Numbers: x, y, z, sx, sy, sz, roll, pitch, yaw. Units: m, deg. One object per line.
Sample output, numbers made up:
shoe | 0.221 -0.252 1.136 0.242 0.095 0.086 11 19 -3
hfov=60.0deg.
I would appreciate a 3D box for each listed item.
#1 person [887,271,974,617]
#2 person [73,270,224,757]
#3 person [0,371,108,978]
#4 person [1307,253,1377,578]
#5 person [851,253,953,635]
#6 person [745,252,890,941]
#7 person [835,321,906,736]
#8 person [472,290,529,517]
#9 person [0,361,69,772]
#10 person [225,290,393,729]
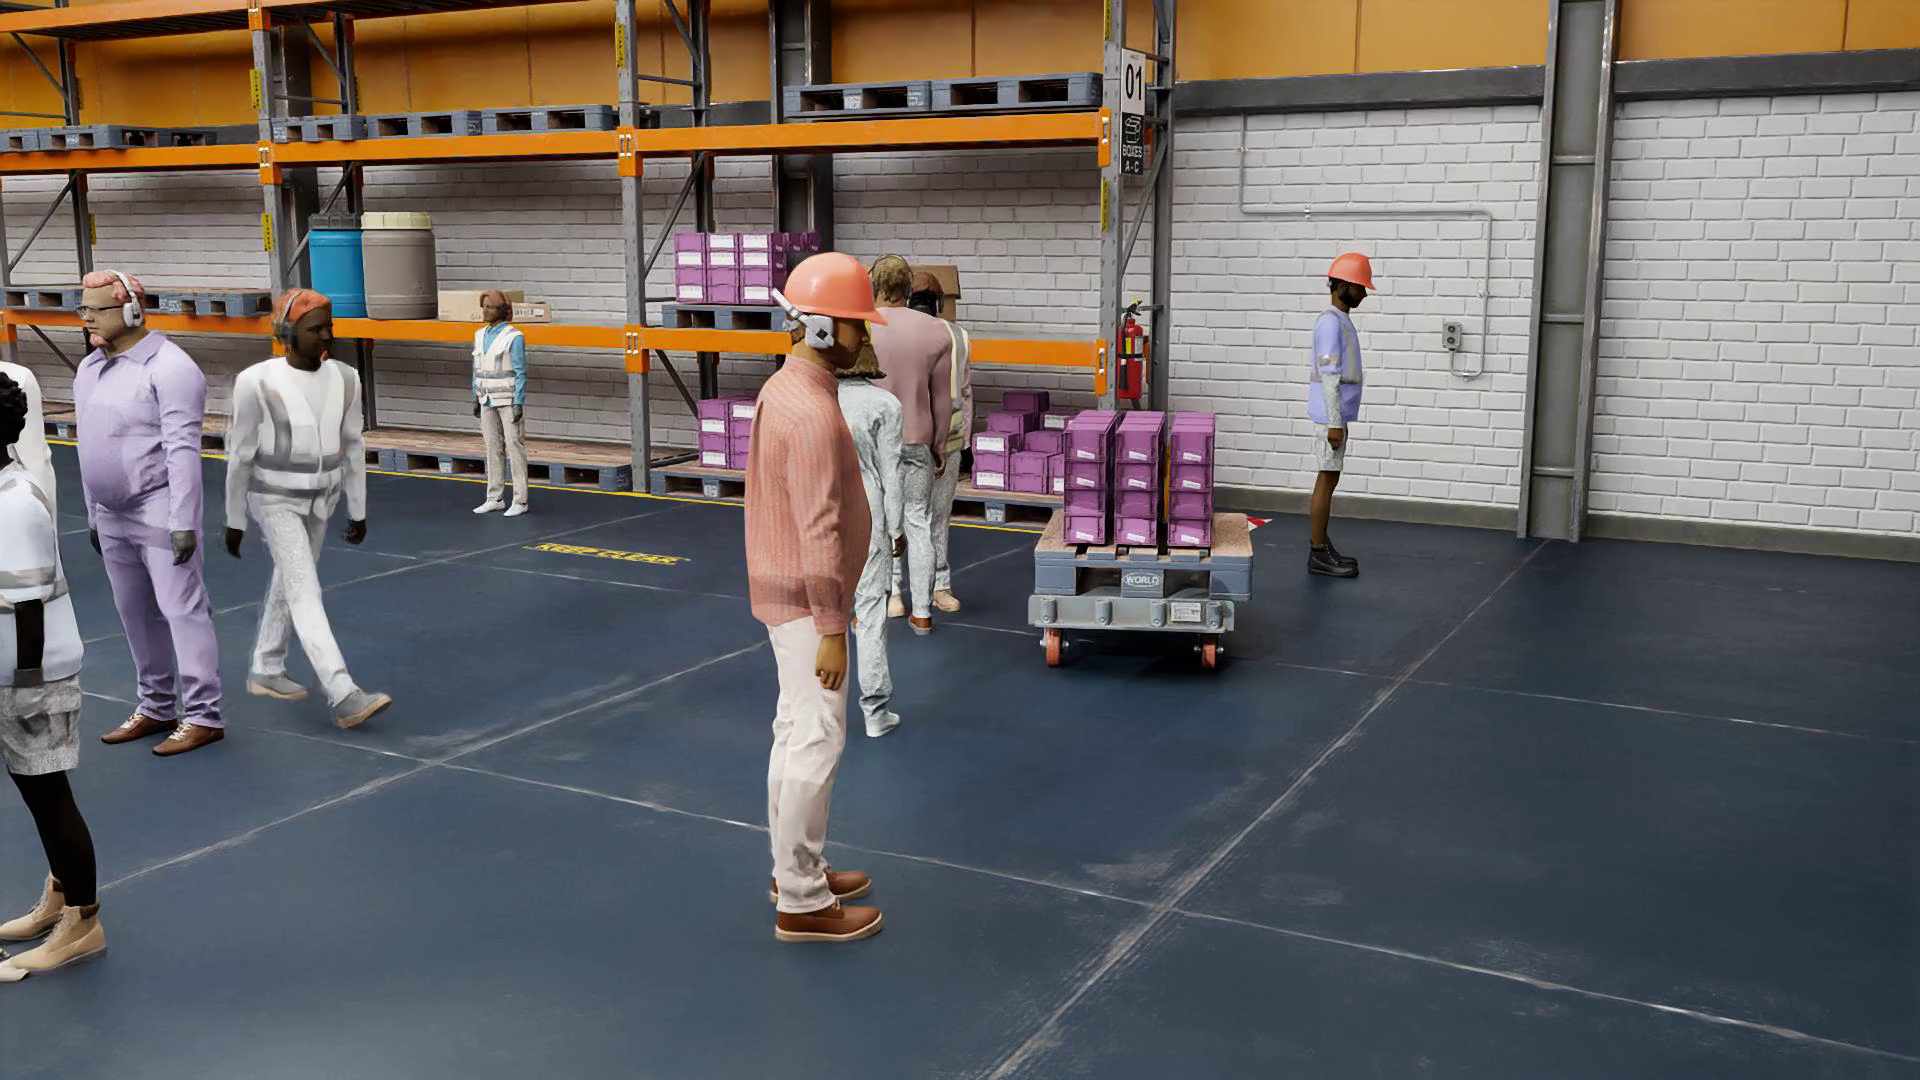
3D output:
person | -0.203 -0.509 8.918 0.627 1.840 0.429 -5 11 -24
person | -3.225 -0.100 6.533 0.636 1.900 0.398 5 11 26
person | -2.609 0.355 4.595 0.321 1.694 0.533 -8 13 -37
person | 2.275 -0.746 9.976 0.373 1.928 0.543 3 11 14
person | -0.345 -0.462 8.386 0.631 1.940 0.372 -4 11 -19
person | -0.404 0.176 4.785 0.411 1.980 0.625 -3 11 -14
person | -0.446 -0.070 6.793 0.485 1.738 0.320 4 11 19
person | -3.344 -0.992 12.100 0.514 1.644 0.307 7 12 32
person | -3.591 -0.010 6.057 0.580 1.884 0.352 -3 11 -16
person | -2.755 -0.139 7.008 1.060 1.808 0.590 6 12 30
